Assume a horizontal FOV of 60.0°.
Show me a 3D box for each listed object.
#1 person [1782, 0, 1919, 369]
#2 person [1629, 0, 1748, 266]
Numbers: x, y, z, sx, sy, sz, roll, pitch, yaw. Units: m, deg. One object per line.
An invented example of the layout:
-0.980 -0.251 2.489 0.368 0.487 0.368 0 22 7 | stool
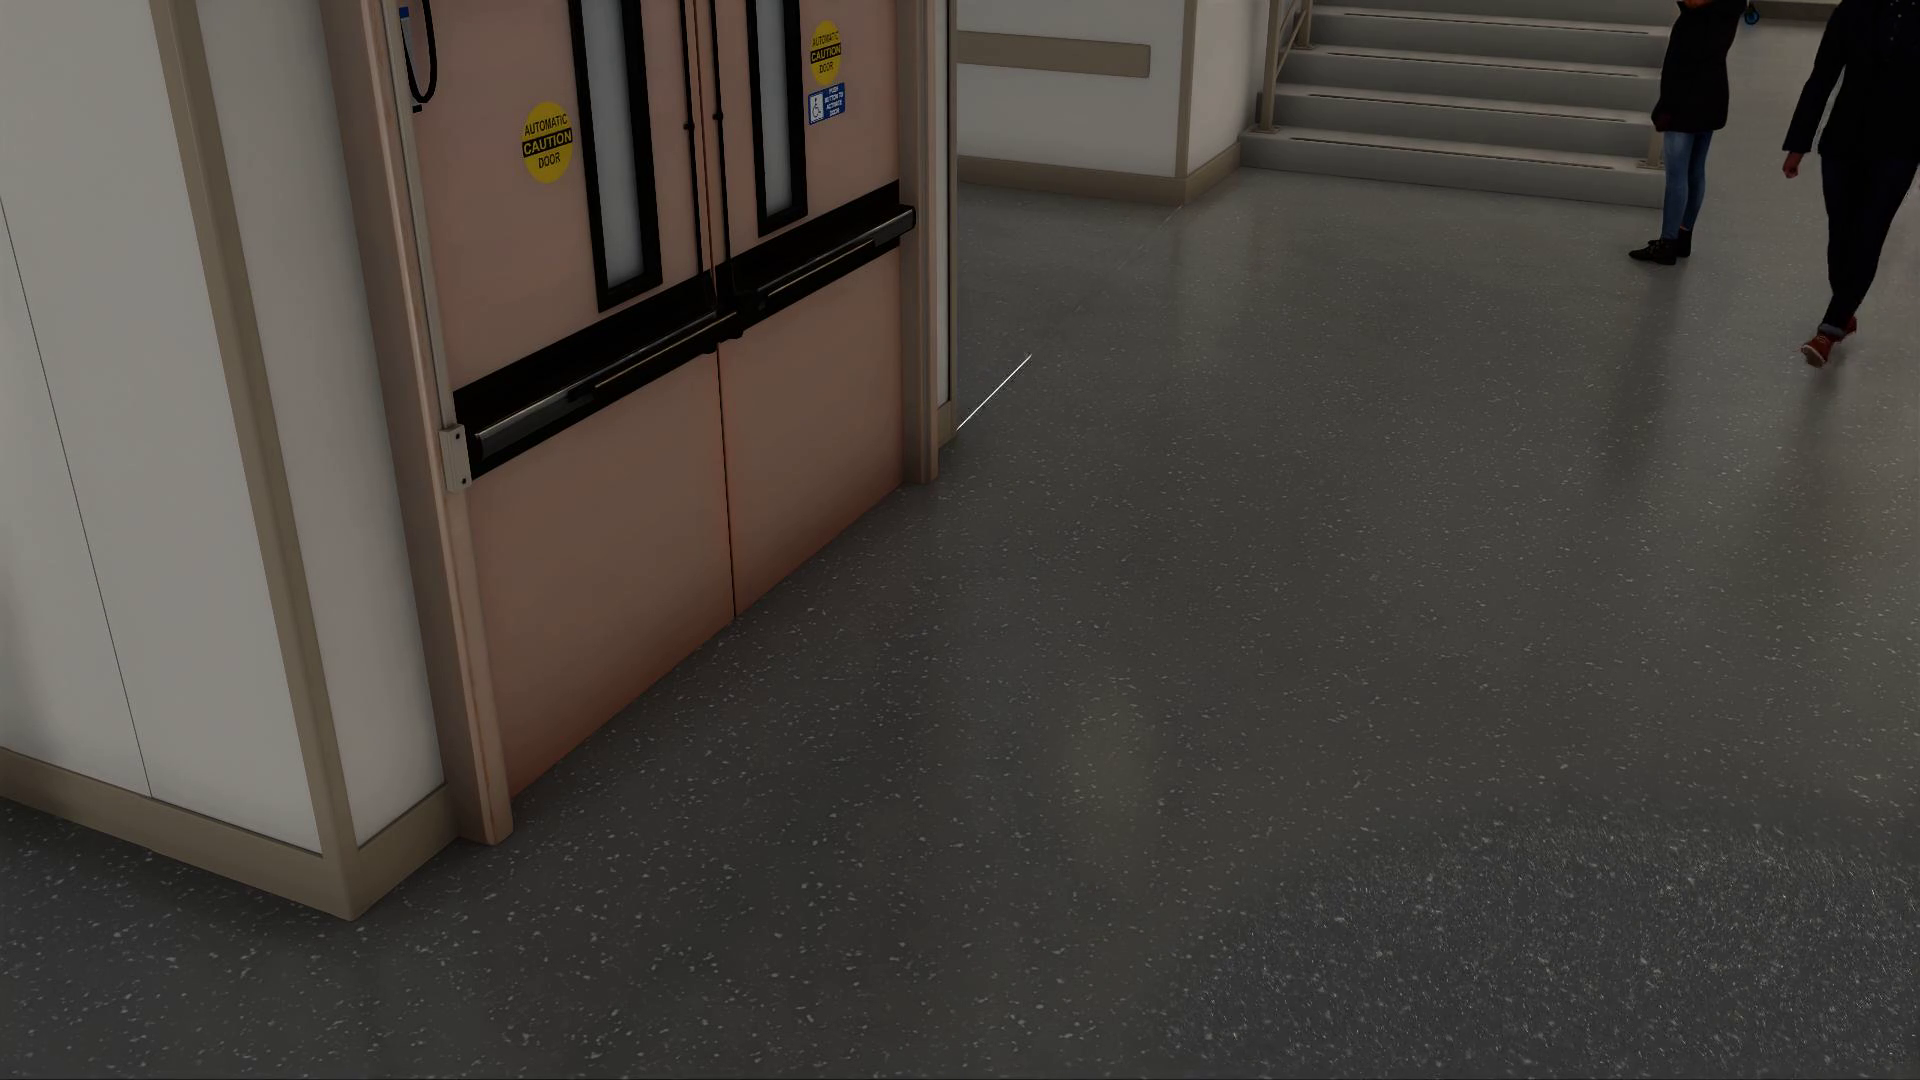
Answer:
3.905 -1.647 7.071 1.238 1.780 0.997 -23 34 -39 | person
3.731 -2.230 8.450 0.674 1.633 0.781 -20 32 -36 | person
